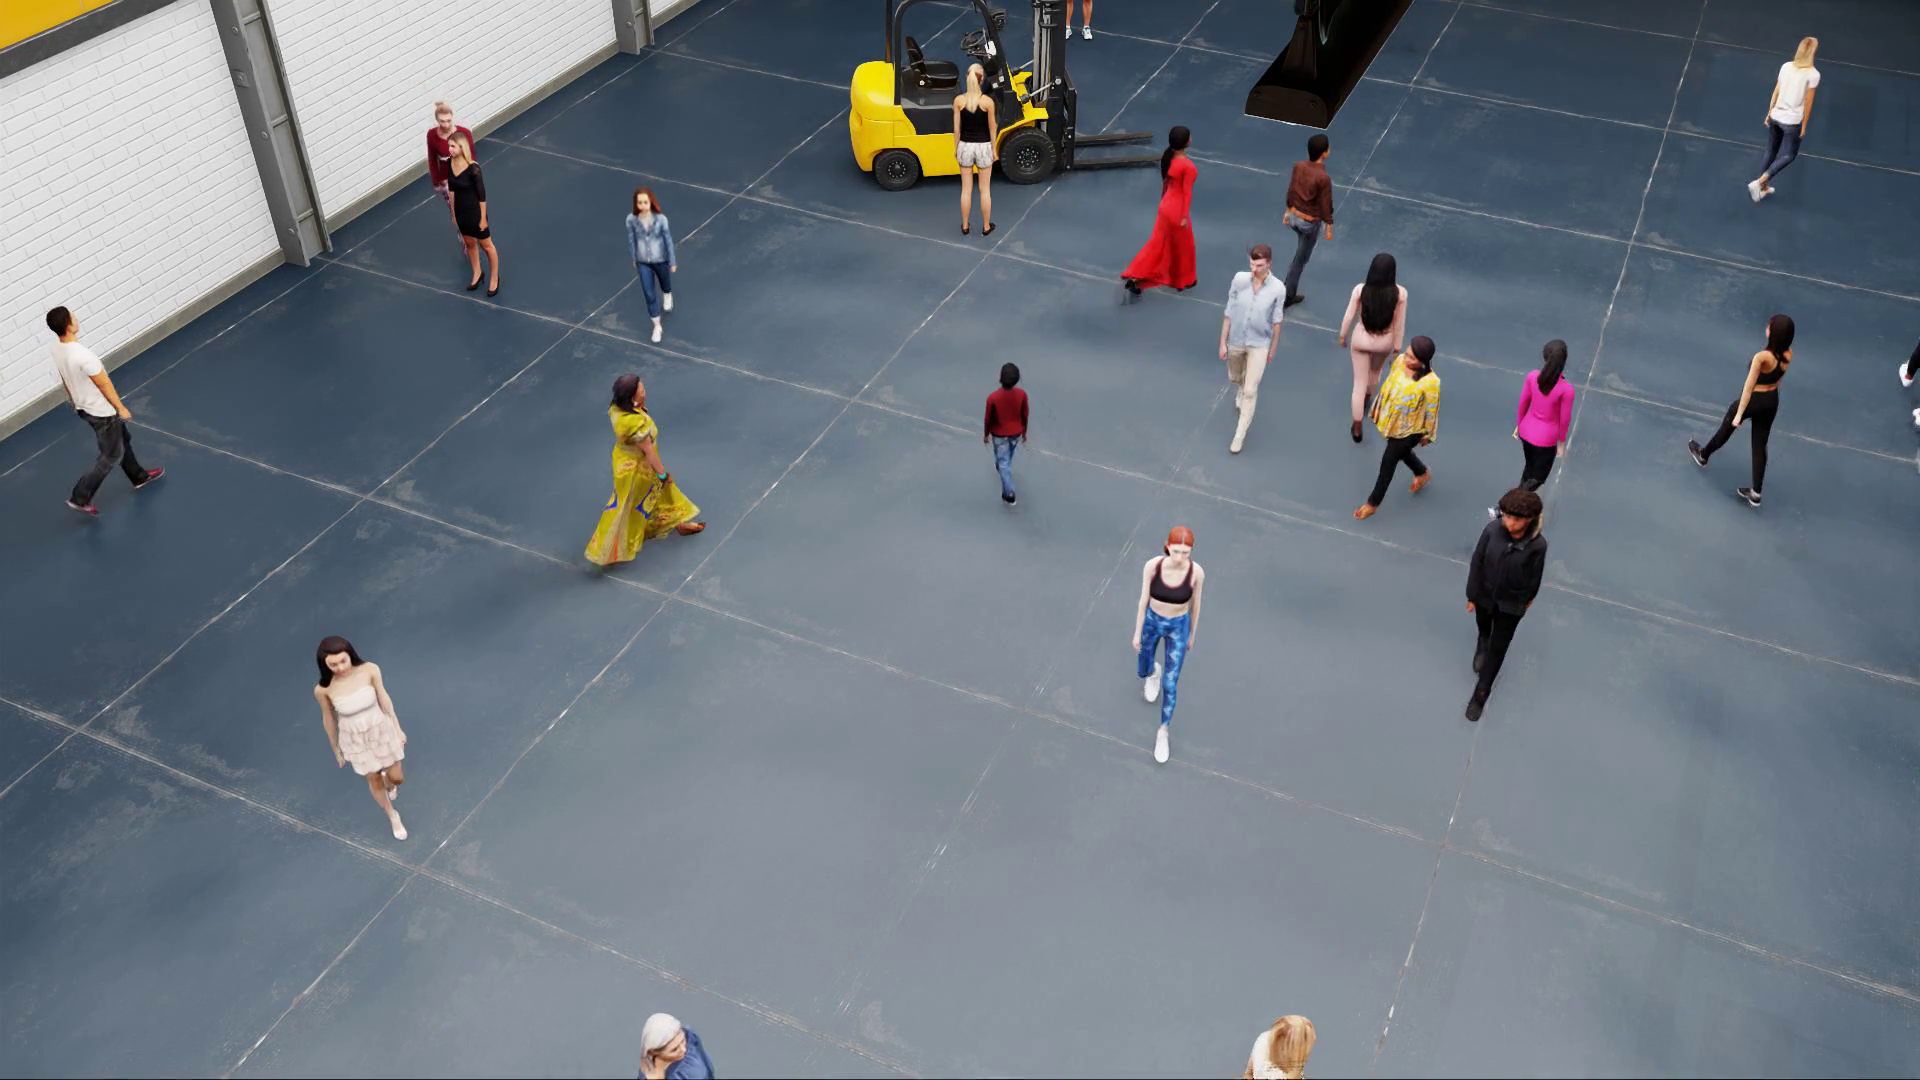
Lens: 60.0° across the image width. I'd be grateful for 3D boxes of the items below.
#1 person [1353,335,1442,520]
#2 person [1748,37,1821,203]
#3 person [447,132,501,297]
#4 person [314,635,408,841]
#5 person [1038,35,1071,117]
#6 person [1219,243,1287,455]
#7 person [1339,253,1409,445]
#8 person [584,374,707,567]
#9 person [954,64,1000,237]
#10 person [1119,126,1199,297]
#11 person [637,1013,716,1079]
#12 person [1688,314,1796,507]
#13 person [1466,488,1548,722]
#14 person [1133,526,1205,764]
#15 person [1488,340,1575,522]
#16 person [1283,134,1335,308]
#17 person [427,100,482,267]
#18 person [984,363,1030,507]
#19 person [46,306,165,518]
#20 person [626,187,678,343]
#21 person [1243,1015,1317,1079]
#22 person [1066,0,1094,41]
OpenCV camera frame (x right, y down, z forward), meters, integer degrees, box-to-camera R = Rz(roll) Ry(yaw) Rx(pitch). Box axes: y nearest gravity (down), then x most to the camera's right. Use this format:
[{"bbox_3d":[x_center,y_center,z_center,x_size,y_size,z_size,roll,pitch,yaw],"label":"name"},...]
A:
[{"bbox_3d":[3.597,-0.931,13.269,1.182,1.619,1.083,-17,42,-20],"label":"person"},{"bbox_3d":[8.600,-4.349,17.405,0.984,1.799,0.867,-22,44,-25],"label":"person"},{"bbox_3d":[-4.694,-3.139,15.988,0.558,1.676,0.472,19,42,22],"label":"person"},{"bbox_3d":[-3.754,1.206,10.511,0.782,1.721,0.833,-20,43,-23],"label":"person"},{"bbox_3d":[0.952,-5.774,19.223,0.821,1.755,0.755,-2,39,-2],"label":"person"},{"bbox_3d":[2.466,-1.714,14.086,0.632,1.822,1.105,16,41,19],"label":"person"},{"bbox_3d":[3.470,-1.578,14.024,0.844,1.689,1.097,6,39,7],"label":"person"},{"bbox_3d":[-2.559,-0.488,12.733,1.324,1.606,1.222,-15,41,-18],"label":"person"},{"bbox_3d":[0.155,-3.966,16.888,0.664,1.845,0.611,7,39,8],"label":"person"},{"bbox_3d":[1.964,-3.087,15.865,1.168,1.759,1.003,-21,43,-24],"label":"person"},{"bbox_3d":[-1.516,2.917,8.432,0.706,1.652,1.019,15,41,18],"label":"person"},{"bbox_3d":[6.462,-1.016,13.391,1.012,1.600,1.135,-9,39,-11],"label":"person"},{"bbox_3d":[3.777,0.325,11.612,0.659,1.724,1.116,19,42,22],"label":"person"},{"bbox_3d":[1.375,0.600,11.242,0.717,1.766,1.057,7,39,9],"label":"person"},{"bbox_3d":[4.472,-0.764,13.026,1.054,1.672,0.880,-23,44,-26],"label":"person"},{"bbox_3d":[3.200,-2.972,15.705,0.778,1.768,0.761,-22,44,-25],"label":"person"},{"bbox_3d":[-5.034,-3.616,16.603,1.070,1.653,1.100,-13,40,-16],"label":"person"},{"bbox_3d":[0.392,-0.851,13.481,0.843,1.230,0.910,-12,40,-14],"label":"person"},{"bbox_3d":[-6.941,-1.002,13.239,0.806,1.777,1.147,25,45,28],"label":"person"},{"bbox_3d":[-2.859,-2.641,15.546,0.866,1.450,1.053,-3,39,-3],"label":"person"},{"bbox_3d":[1.431,2.977,8.252,1.139,1.773,1.203,-6,39,-8],"label":"person"},{"bbox_3d":[1.531,-7.262,21.007,0.751,1.855,0.710,2,39,3],"label":"person"}]
